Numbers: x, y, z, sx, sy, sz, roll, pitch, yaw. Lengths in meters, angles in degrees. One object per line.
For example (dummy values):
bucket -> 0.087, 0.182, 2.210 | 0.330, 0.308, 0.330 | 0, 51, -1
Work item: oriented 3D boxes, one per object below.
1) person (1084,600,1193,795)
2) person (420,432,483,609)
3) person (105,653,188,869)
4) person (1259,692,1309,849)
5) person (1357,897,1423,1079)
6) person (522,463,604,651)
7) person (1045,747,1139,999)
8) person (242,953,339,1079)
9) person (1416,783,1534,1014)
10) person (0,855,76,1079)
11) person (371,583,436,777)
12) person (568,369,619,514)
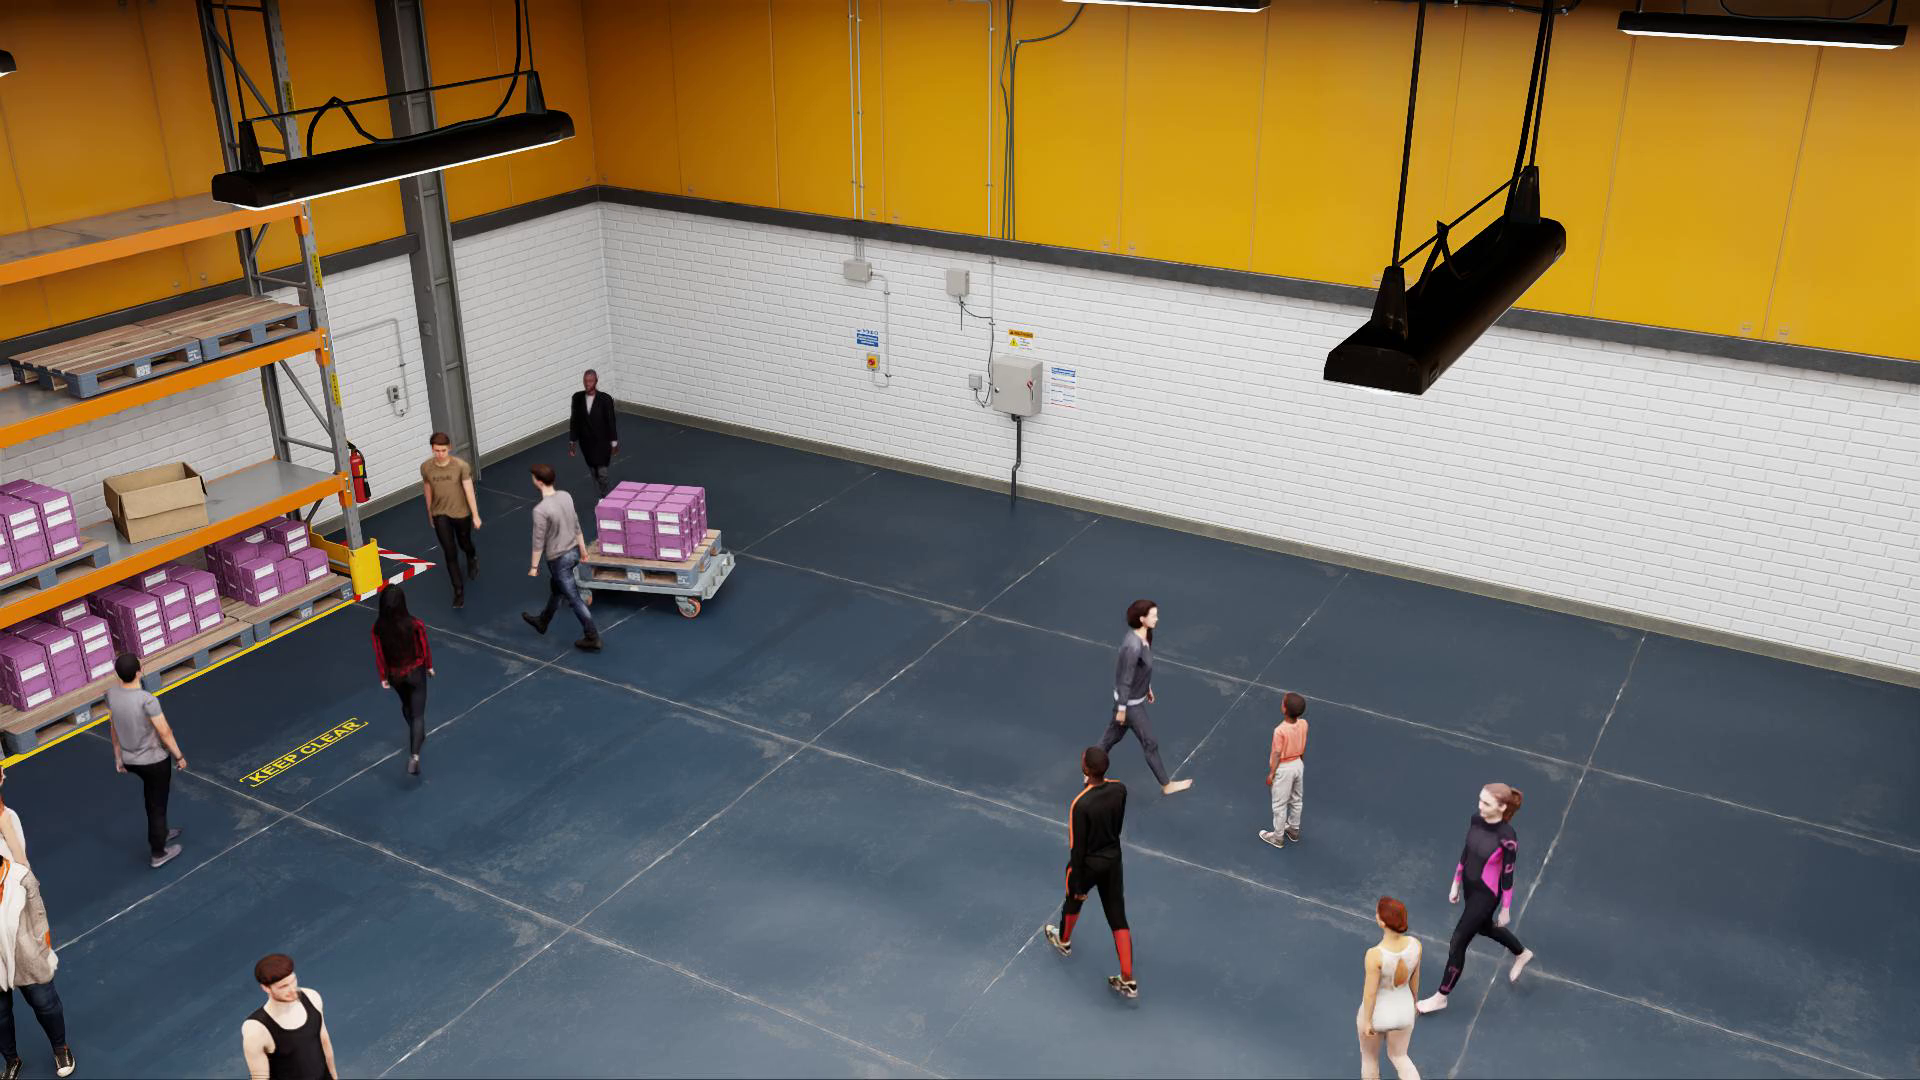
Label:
person -> 1.291, 1.298, 13.431 | 0.986, 1.714, 1.133 | 3, 24, 7
person -> -5.158, -0.276, 16.911 | 1.148, 1.812, 1.278 | -5, 24, -10
person -> -6.185, 1.688, 12.511 | 0.697, 1.737, 0.738 | 8, 25, 18
person -> 2.541, 1.768, 12.861 | 0.541, 1.310, 0.627 | -12, 26, -26
person -> 2.602, 2.883, 9.921 | 0.920, 1.621, 0.953 | -7, 25, -15
person -> -3.687, 0.202, 15.755 | 0.899, 1.861, 1.162 | 9, 25, 20
person -> 0.988, 2.248, 11.193 | 1.192, 1.766, 1.121 | -12, 26, -25
person -> -3.643, 3.066, 9.166 | 0.746, 1.891, 0.533 | 11, 26, 23
person -> 3.536, 2.349, 11.034 | 1.197, 1.709, 1.074 | -7, 25, -16
person -> -5.935, 2.547, 10.354 | 0.797, 1.891, 0.882 | -10, 26, -22
person -> -4.588, 1.185, 13.809 | 0.972, 1.620, 1.130 | -2, 24, -4
person -> -4.119, -1.135, 18.963 | 0.794, 1.742, 0.905 | 6, 24, 13
